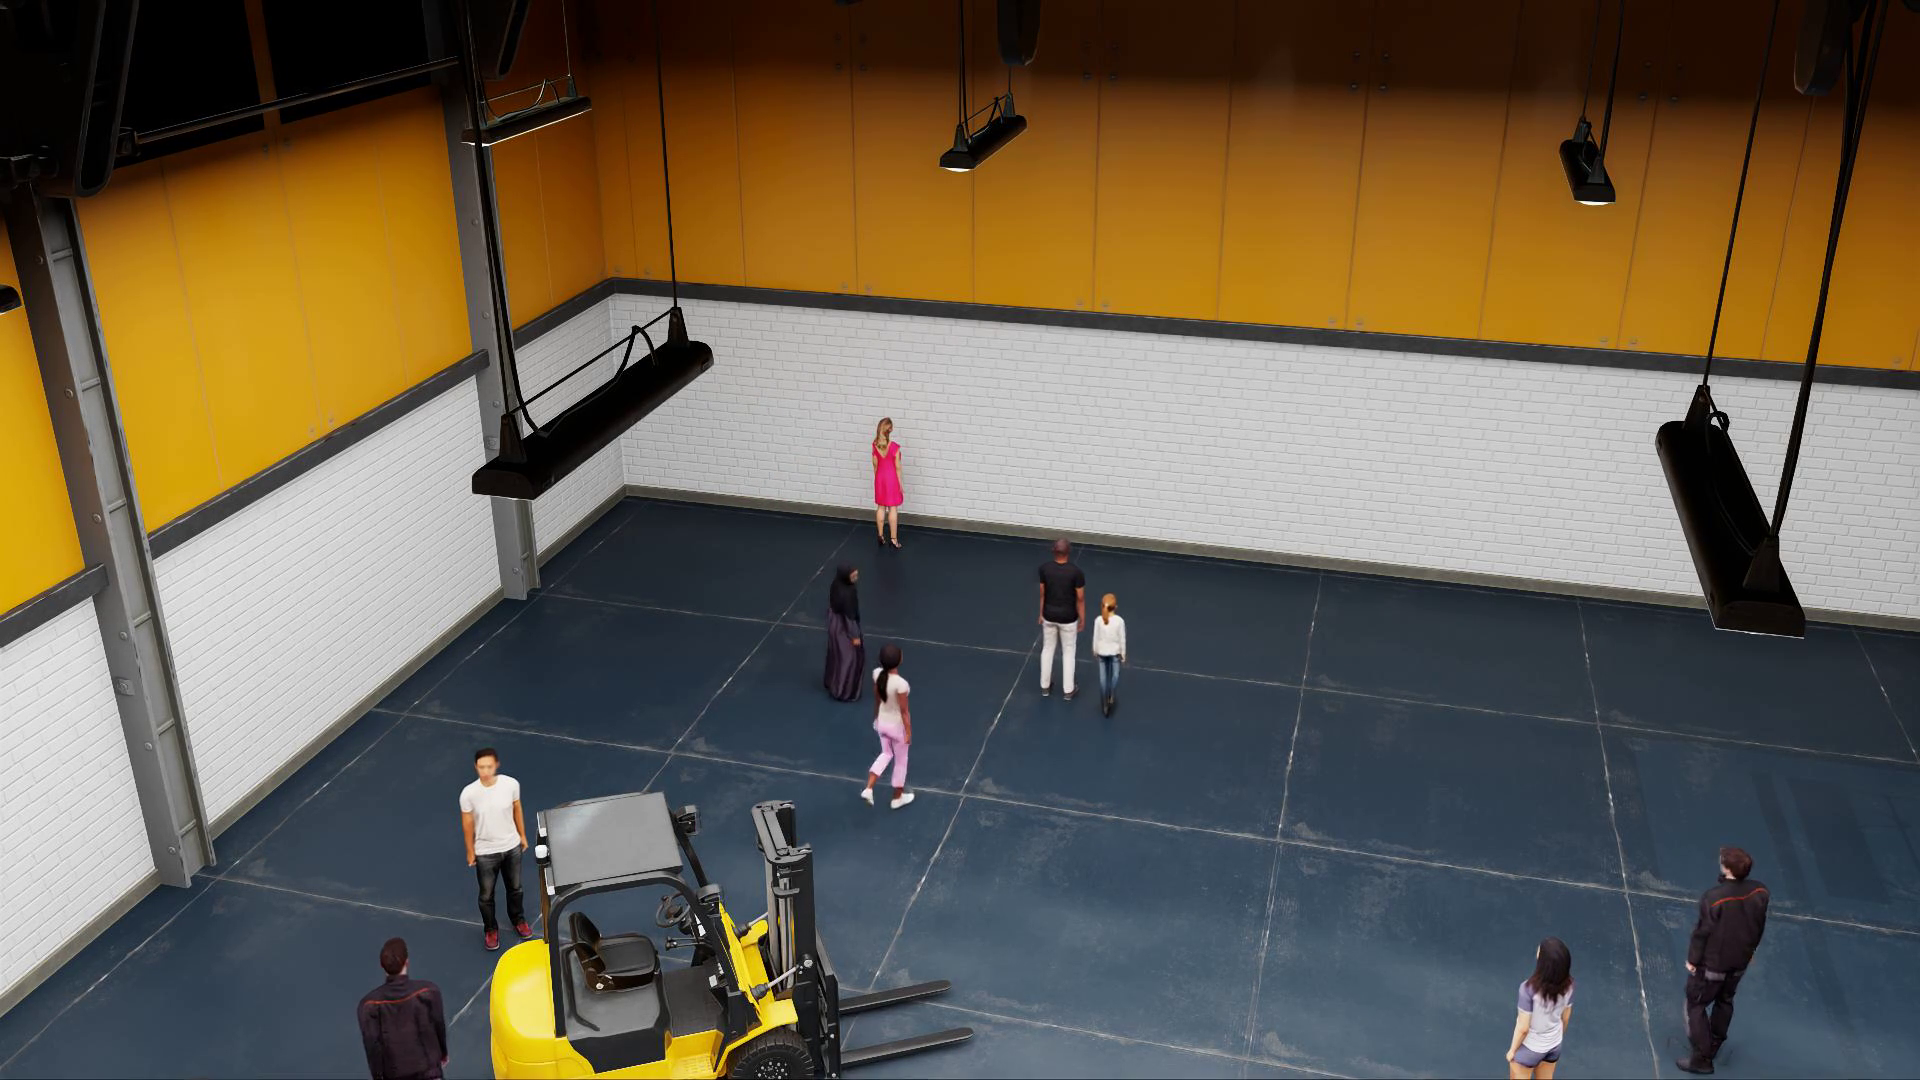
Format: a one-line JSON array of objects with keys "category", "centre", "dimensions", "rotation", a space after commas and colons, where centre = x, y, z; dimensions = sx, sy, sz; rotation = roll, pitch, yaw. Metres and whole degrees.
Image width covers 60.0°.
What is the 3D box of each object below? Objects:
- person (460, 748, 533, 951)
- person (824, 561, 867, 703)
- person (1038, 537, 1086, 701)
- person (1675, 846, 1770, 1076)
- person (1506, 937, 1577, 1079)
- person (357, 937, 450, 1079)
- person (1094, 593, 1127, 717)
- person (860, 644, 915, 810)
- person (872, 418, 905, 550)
[{"category": "person", "centre": [-3.767, 2.473, 13.530], "dimensions": [0.704, 1.802, 0.768], "rotation": [-13, 27, -28]}, {"category": "person", "centre": [-1.259, 0.897, 17.386], "dimensions": [0.903, 1.602, 0.811], "rotation": [-15, 28, -31]}, {"category": "person", "centre": [1.030, 0.812, 17.326], "dimensions": [0.658, 1.805, 0.616], "rotation": [8, 25, 18]}, {"category": "person", "centre": [5.576, 3.050, 12.161], "dimensions": [0.942, 1.842, 0.952], "rotation": [-2, 24, -5]}, {"category": "person", "centre": [3.951, 3.450, 11.380], "dimensions": [0.661, 1.734, 0.683], "rotation": [-8, 25, -18]}, {"category": "person", "centre": [-3.623, 3.538, 11.004], "dimensions": [1.133, 1.874, 1.308], "rotation": [-8, 25, -17]}, {"category": "person", "centre": [1.525, 1.195, 17.071], "dimensions": [0.510, 1.308, 0.607], "rotation": [4, 24, 10]}, {"category": "person", "centre": [-0.683, 1.753, 15.272], "dimensions": [0.816, 1.726, 0.944], "rotation": [21, 31, 40]}, {"category": "person", "centre": [-0.921, -0.723, 20.934], "dimensions": [0.629, 1.728, 0.624], "rotation": [14, 27, 29]}]
